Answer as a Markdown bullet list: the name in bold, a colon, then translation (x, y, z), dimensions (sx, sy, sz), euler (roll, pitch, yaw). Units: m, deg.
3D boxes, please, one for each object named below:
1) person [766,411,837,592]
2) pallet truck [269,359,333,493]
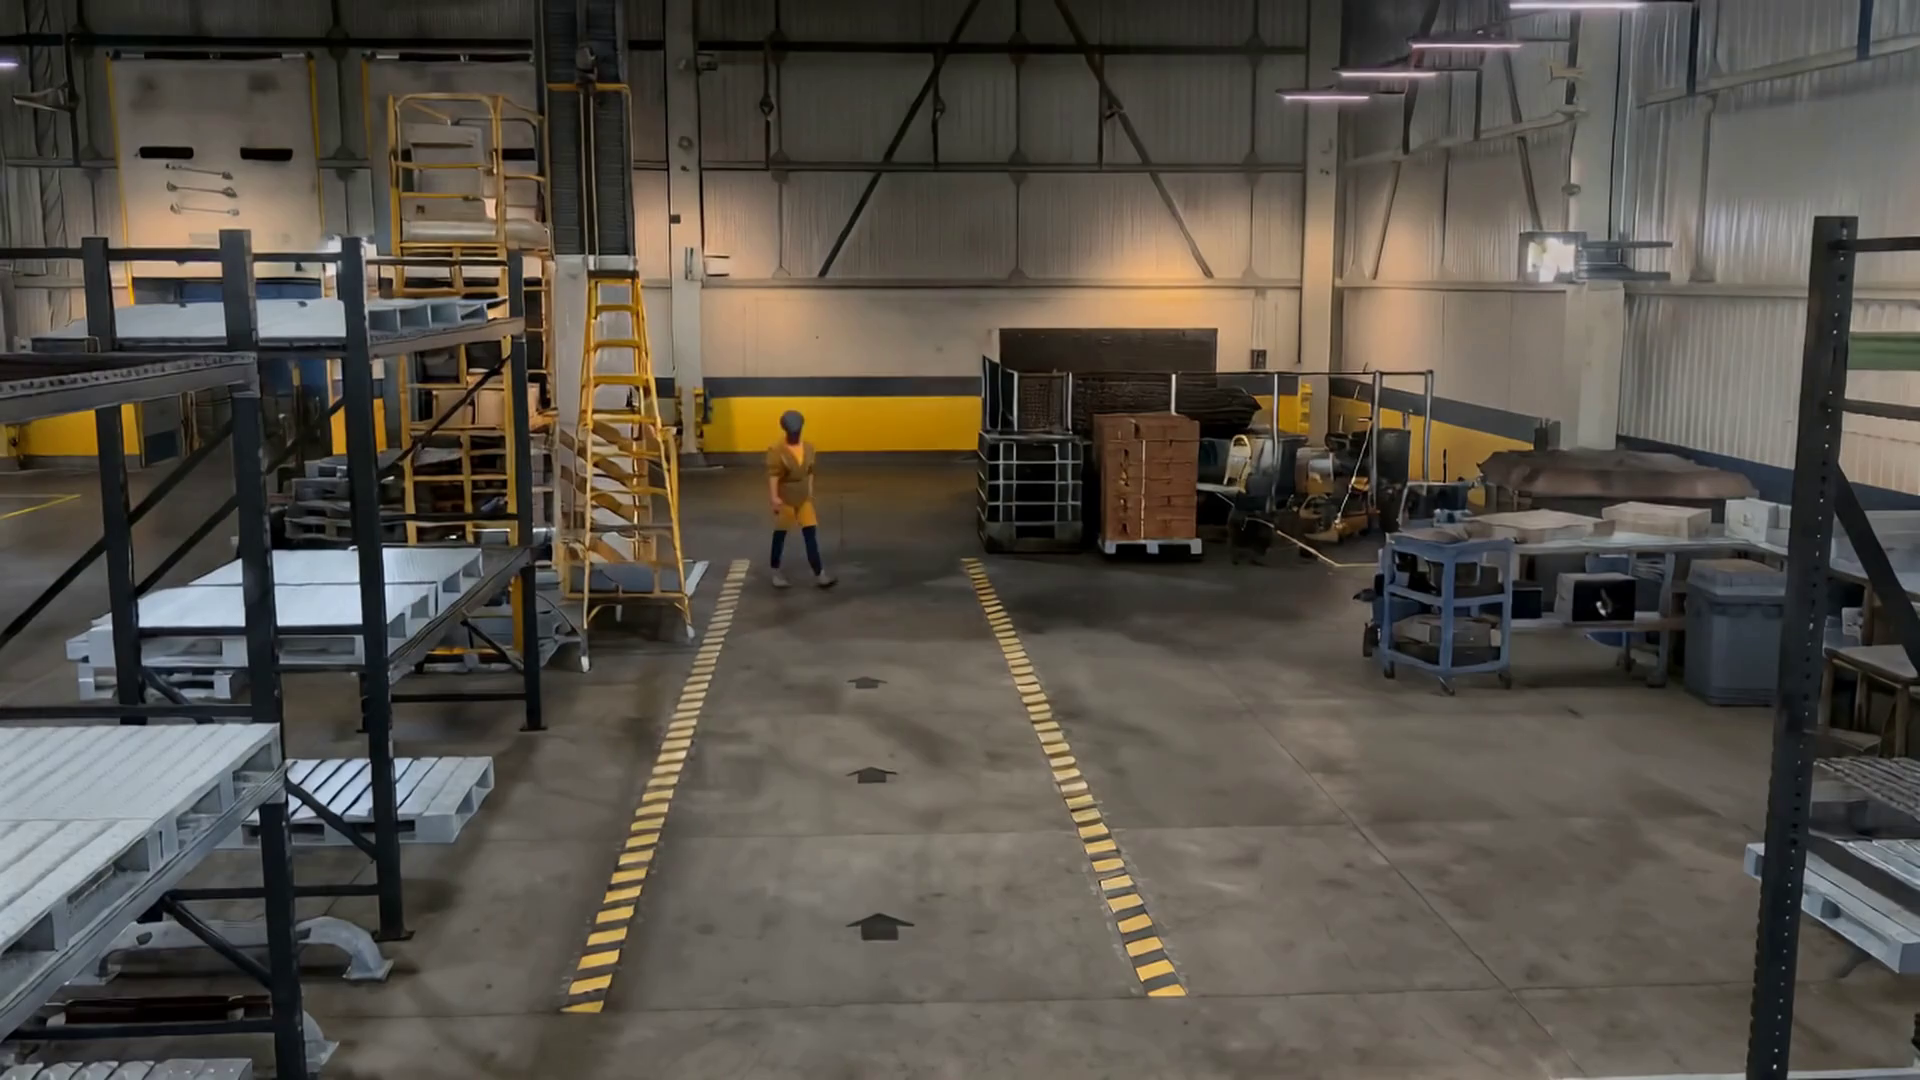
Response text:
- **person**: translation (-1.484, -0.343, 15.099), dimensions (0.552, 1.645, 0.867), euler (-7, 12, -38)
- **pallet truck**: translation (-7.062, -1.131, 18.996), dimensions (1.885, 1.965, 0.823), euler (2, 9, 13)
